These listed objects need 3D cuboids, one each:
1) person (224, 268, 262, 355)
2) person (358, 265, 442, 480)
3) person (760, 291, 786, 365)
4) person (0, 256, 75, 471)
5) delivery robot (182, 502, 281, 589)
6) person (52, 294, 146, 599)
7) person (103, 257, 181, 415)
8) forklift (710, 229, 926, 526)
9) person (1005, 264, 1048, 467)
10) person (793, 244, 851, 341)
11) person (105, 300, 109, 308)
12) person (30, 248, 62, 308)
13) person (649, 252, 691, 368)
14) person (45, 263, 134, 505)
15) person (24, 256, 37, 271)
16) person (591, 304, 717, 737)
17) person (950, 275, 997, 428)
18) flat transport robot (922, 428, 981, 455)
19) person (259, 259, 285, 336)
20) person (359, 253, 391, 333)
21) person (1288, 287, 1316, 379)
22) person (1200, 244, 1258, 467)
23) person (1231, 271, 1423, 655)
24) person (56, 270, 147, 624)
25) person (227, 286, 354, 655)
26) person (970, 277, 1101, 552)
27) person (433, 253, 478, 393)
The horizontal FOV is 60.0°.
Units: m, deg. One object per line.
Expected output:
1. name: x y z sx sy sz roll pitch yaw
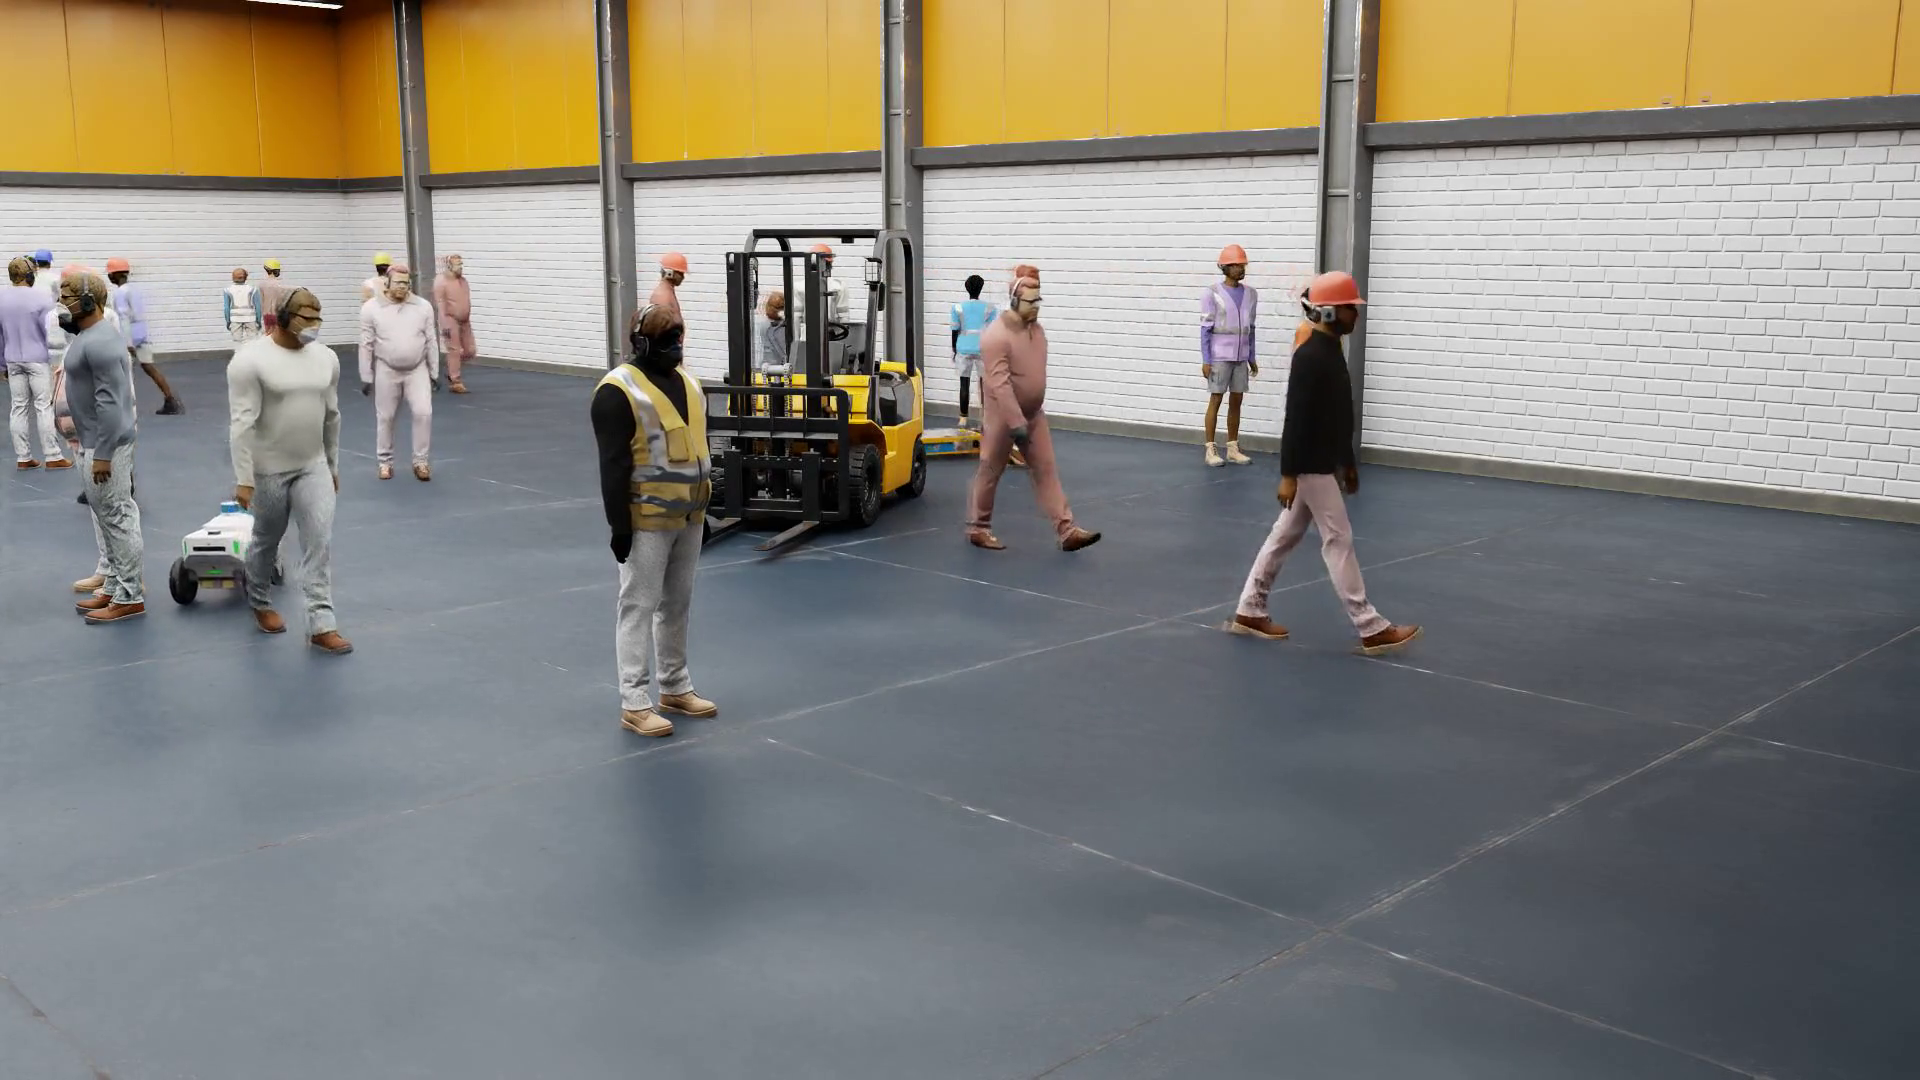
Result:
1. person: -10.836 -3.284 25.154 0.517 1.636 0.314 -3 11 -16
2. person: -4.846 -1.435 14.446 0.686 1.866 0.792 -5 12 -26
3. person: -1.678 -1.572 15.939 0.677 1.598 0.523 6 12 29
4. person: -8.409 -1.581 15.042 0.627 1.941 0.371 1 10 5
5. delivery robot: -4.306 0.017 9.851 0.477 0.478 0.707 -1 10 -3
6. person: -5.083 -0.570 9.798 0.429 1.841 0.633 -10 14 -42
7. person: -9.785 -2.395 19.656 1.006 1.891 0.559 0 10 1
8. forklift: -1.050 -1.319 12.920 1.214 2.155 2.313 2 11 13
9. person: 0.582 -1.580 15.228 0.430 1.869 0.589 -2 11 -11
10. person: -1.436 -2.050 17.314 0.615 2.042 0.375 1 10 4
11. person: -10.823 -2.528 20.883 0.341 1.701 0.621 1 10 6
12. person: -13.271 -3.270 24.233 0.610 1.948 0.401 -2 10 -8
13. person: -2.884 -1.800 16.164 0.586 1.967 0.804 -1 10 -7
14. person: -6.854 -1.214 13.105 0.580 1.923 0.554 9 14 40
15. person: -13.772 -3.288 24.675 0.359 1.839 0.703 -4 11 -19
16. person: -1.288 -0.093 7.192 0.429 1.842 0.633 6 12 28
17. person: 0.158 -2.085 18.452 0.540 1.695 0.316 0 10 -1
18. flat transport robot: -0.358 -0.930 16.047 1.431 0.197 0.652 -4 11 -22
19. person: -10.651 -3.484 25.894 0.533 1.767 0.313 5 11 25
20. person: -7.712 -2.878 22.258 0.612 1.878 0.954 -6 12 -31
21. person: 3.094 -1.414 14.831 0.321 1.687 0.532 4 11 20
22. person: 2.507 -1.706 15.427 0.614 2.048 0.361 -5 12 -26
23. person: 1.879 -0.394 8.552 1.034 1.946 0.636 4 11 22
24. person: -4.758 -0.511 9.210 0.372 1.940 0.631 -7 12 -33
25. person: -3.530 -0.378 8.674 0.982 1.883 0.650 8 13 37
26. person: 0.435 -0.809 11.075 1.022 1.847 0.647 10 14 43
27. person: -6.812 -2.920 22.484 0.438 1.891 0.637 5 11 25
